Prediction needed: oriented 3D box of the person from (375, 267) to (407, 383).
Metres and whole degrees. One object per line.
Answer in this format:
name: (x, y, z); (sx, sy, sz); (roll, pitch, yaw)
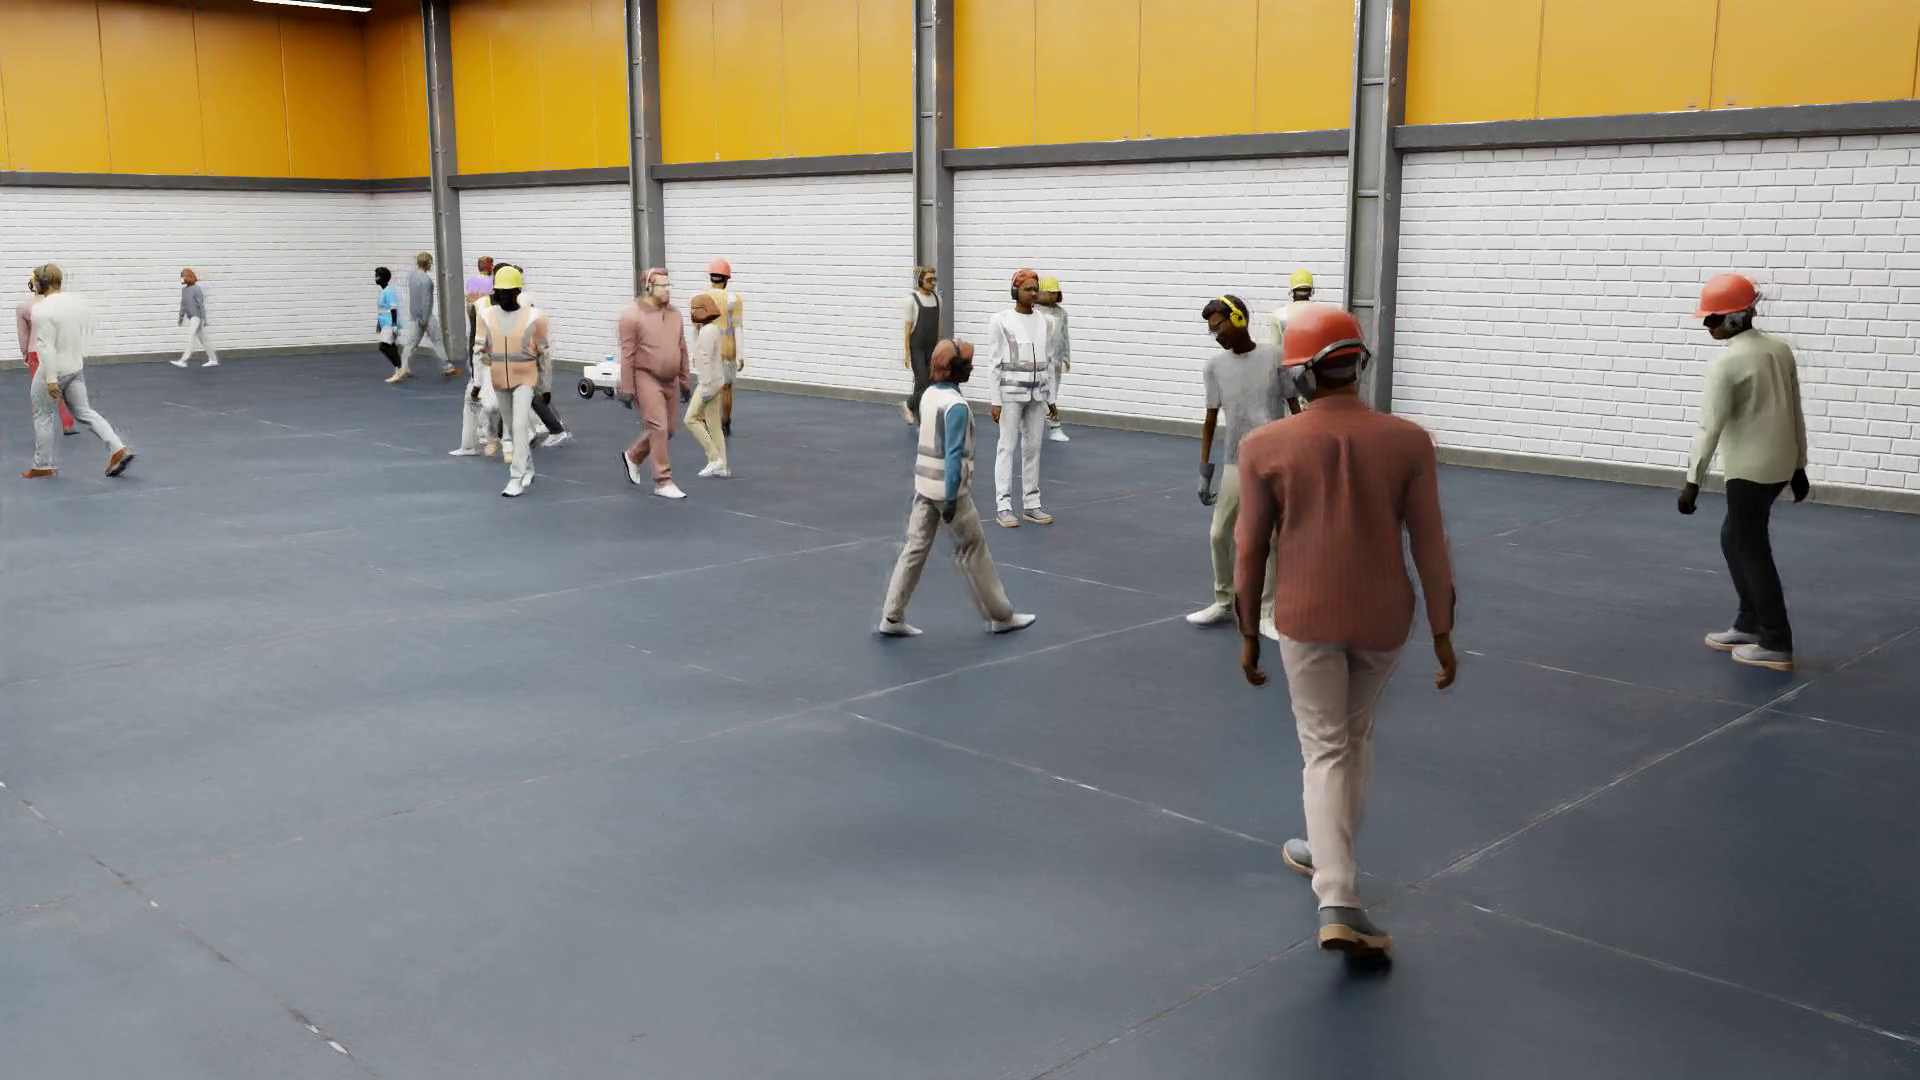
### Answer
person: (-8.224, -3.084, 23.948); (0.385, 1.685, 0.543); (-5, 12, -26)

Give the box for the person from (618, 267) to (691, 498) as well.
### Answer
person: (-2.548, -1.301, 13.702); (0.815, 1.879, 0.654); (8, 13, 36)

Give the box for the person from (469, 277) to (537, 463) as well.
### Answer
person: (-4.272, -1.620, 15.608); (0.636, 1.816, 0.434); (-3, 11, -18)

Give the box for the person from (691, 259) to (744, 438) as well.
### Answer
person: (-2.533, -1.988, 17.443); (0.586, 1.878, 0.797); (1, 10, 3)

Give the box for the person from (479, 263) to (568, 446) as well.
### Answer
person: (-4.451, -1.877, 16.888); (0.987, 1.867, 0.591); (2, 11, 8)

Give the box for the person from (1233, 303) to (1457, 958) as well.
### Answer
person: (1.177, 0.255, 5.077); (0.657, 1.937, 0.960); (-1, 10, -4)

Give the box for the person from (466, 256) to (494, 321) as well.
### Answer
person: (-6.572, -2.999, 23.037); (0.571, 1.840, 0.374); (4, 11, 22)

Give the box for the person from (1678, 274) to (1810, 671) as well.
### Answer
person: (3.897, -0.330, 8.216); (0.645, 1.939, 0.630); (-8, 13, -36)

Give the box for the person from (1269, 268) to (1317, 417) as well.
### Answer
person: (3.073, -1.528, 15.041); (0.590, 1.835, 0.404); (0, 10, 1)

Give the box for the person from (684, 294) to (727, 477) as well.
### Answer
person: (-2.226, -1.338, 14.592); (0.384, 1.618, 0.526); (0, 10, -1)

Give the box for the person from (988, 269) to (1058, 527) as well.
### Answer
person: (0.468, -1.042, 12.254); (0.576, 1.884, 0.355); (-6, 12, -31)

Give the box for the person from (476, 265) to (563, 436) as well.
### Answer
person: (-4.795, -2.006, 17.721); (0.965, 1.821, 0.522); (-4, 11, -21)

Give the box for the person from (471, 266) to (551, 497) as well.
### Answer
person: (-3.715, -1.331, 13.867); (0.595, 1.889, 0.974); (1, 10, 7)

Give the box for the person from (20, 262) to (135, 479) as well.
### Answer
person: (-7.792, -1.467, 14.535); (0.958, 1.912, 0.634); (1, 10, 7)

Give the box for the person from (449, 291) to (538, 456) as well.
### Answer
person: (-4.543, -1.610, 16.113); (0.786, 1.607, 0.510); (0, 10, 2)

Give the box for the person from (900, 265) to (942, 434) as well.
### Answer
person: (-0.461, -2.044, 17.901); (0.534, 1.825, 0.604); (-9, 14, -40)

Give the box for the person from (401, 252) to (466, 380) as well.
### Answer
person: (-7.891, -3.302, 24.590); (1.002, 1.884, 0.636); (-9, 14, -42)

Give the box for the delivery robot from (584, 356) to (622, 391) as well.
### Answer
delivery robot: (-4.569, -2.156, 21.701); (0.707, 0.478, 0.477); (7, 13, 35)

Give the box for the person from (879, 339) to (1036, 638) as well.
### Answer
person: (-0.044, -0.262, 8.794); (0.855, 1.592, 0.519); (-5, 11, -24)

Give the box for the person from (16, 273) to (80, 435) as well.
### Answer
person: (-9.738, -1.987, 17.749); (0.522, 1.761, 0.321); (-2, 11, -13)

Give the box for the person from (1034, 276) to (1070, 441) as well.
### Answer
person: (0.902, -1.920, 17.503); (0.493, 1.711, 0.810); (-8, 13, -36)

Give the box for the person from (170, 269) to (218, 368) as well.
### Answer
person: (-12.443, -3.581, 26.907); (0.527, 1.583, 0.862); (8, 13, 39)

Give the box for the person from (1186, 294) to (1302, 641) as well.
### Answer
person: (1.537, -0.379, 8.821); (0.650, 1.831, 0.348); (4, 11, 20)
